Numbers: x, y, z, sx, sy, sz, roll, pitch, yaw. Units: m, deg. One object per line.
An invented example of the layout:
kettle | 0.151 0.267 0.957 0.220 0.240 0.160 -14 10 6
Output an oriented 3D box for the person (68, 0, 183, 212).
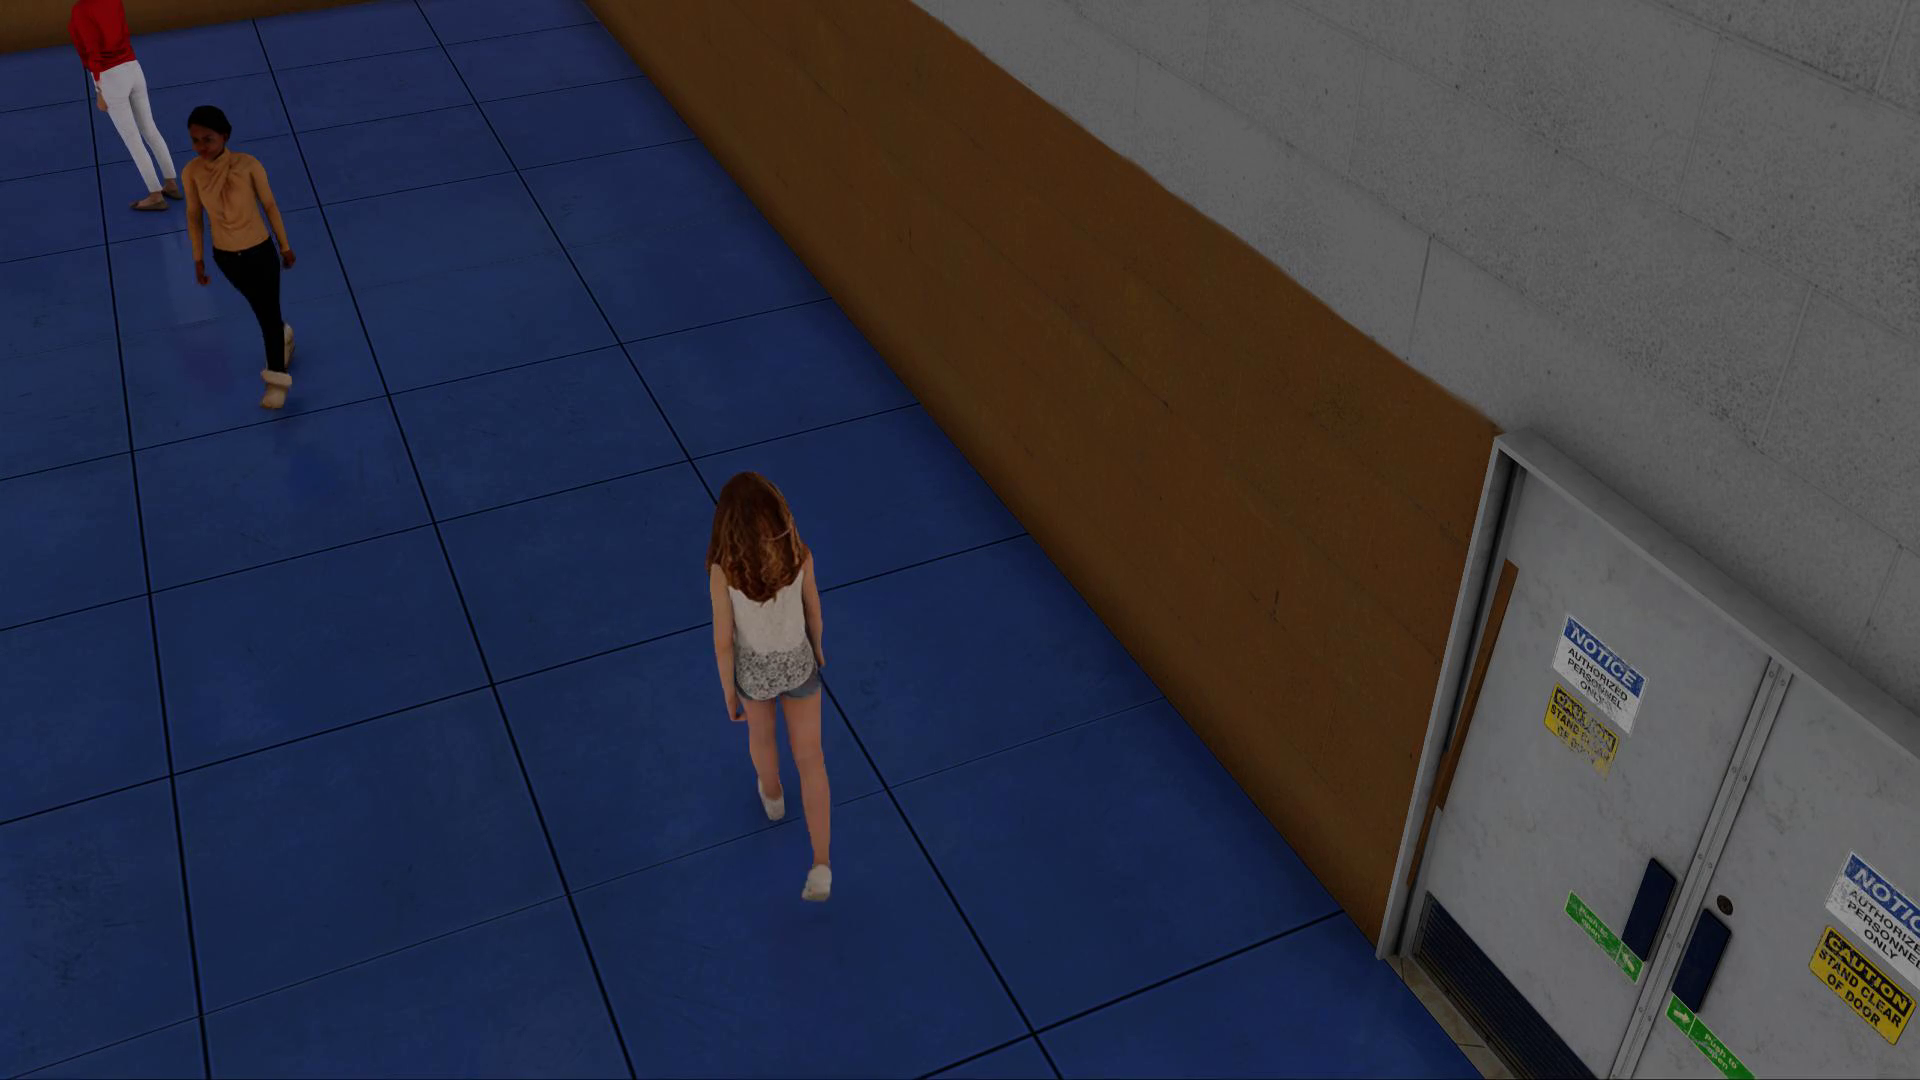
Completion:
person | -5.426 -2.955 10.747 0.692 1.694 0.642 10 38 13

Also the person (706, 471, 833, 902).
person | -0.637 0.565 6.027 1.064 1.729 0.737 -10 38 -13

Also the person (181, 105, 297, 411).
person | -3.833 -1.574 8.971 1.100 1.617 0.932 -3 37 -4
